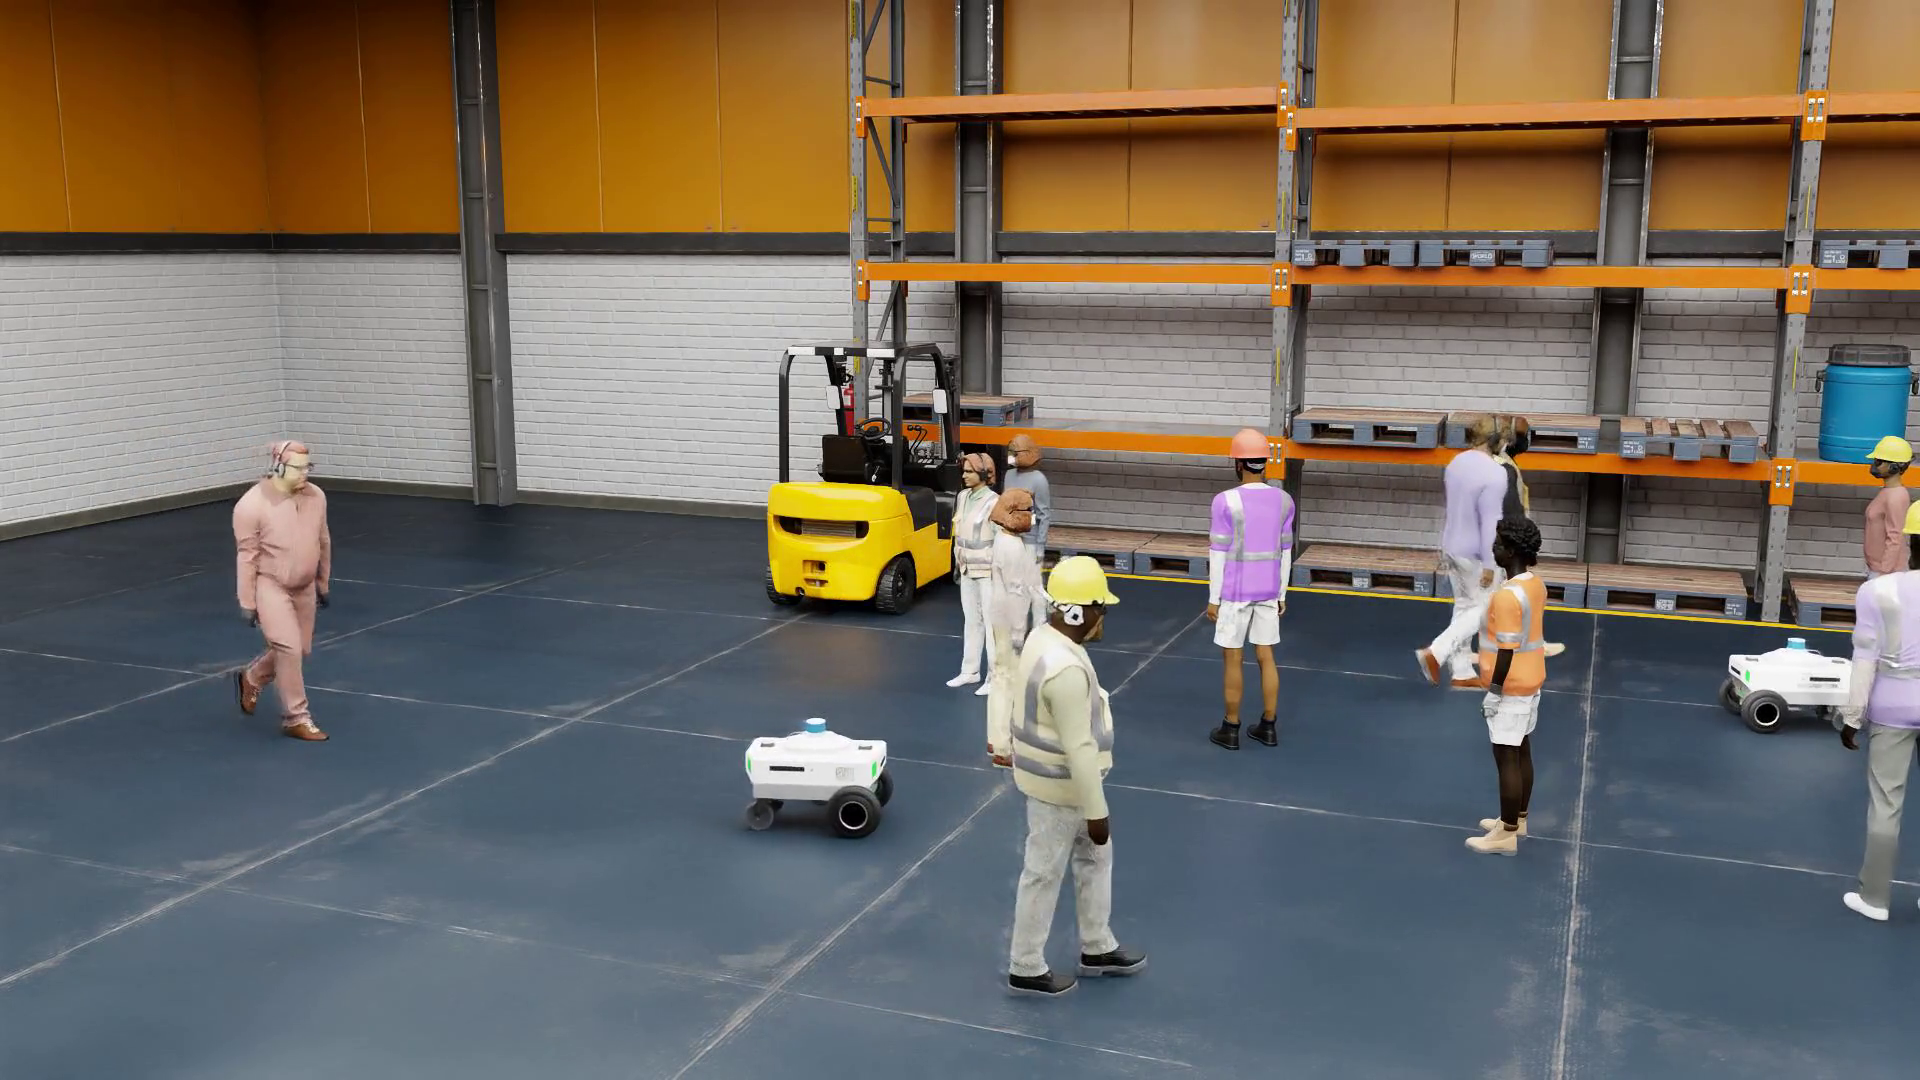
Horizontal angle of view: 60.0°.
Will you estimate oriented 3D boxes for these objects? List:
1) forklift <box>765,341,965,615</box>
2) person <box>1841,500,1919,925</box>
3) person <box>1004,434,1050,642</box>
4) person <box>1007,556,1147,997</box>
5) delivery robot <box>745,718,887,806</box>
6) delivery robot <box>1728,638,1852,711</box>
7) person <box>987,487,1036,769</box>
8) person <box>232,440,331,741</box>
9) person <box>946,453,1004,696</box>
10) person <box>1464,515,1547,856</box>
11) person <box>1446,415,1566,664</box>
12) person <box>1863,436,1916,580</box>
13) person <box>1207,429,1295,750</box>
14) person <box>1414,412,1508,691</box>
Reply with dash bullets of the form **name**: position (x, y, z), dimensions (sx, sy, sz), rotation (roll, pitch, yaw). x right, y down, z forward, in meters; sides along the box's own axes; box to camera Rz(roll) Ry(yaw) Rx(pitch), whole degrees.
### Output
- **forklift**: position (-0.739, -0.602, 14.246), dimensions (1.214, 2.155, 2.313), rotation (4, 11, 21)
- **person**: position (4.242, 0.761, 7.396), dimensions (0.593, 1.924, 0.381), rotation (2, 10, 10)
- **person**: position (0.470, 0.025, 12.313), dimensions (0.266, 1.631, 0.507), rotation (-7, 12, -34)
- **person**: position (0.517, 0.956, 6.631), dimensions (0.728, 1.806, 0.629), rotation (-1, 10, -3)
- **delivery robot**: position (-0.749, 1.173, 8.664), dimensions (0.707, 0.478, 0.477), rotation (1, 10, 6)
- **delivery robot**: position (5.227, 0.857, 10.425), dimensions (0.707, 0.478, 0.477), rotation (1, 10, 6)
- **person**: position (0.301, 0.502, 9.658), dimensions (0.267, 1.632, 0.507), rotation (-1, 10, -5)
- **person**: position (-4.219, 0.290, 10.239), dimensions (0.767, 1.866, 0.654), rotation (5, 11, 25)
- **person**: position (0.135, 0.224, 11.186), dimensions (0.314, 1.642, 0.515), rotation (-7, 12, -34)
- **person**: position (2.733, 0.719, 8.277), dimensions (0.318, 1.696, 0.532), rotation (6, 12, 32)
- **person**: position (3.940, 0.018, 11.883), dimensions (0.915, 1.800, 0.648), rotation (3, 11, 16)
- **person**: position (6.089, 0.195, 10.997), dimensions (0.309, 1.770, 0.525), rotation (4, 11, 22)
- **person**: position (1.725, 0.298, 9.994), dimensions (0.539, 1.929, 0.392), rotation (-4, 11, -21)
- **person**: position (3.333, 0.106, 11.085), dimensions (0.625, 1.917, 0.646), rotation (-3, 11, -15)
